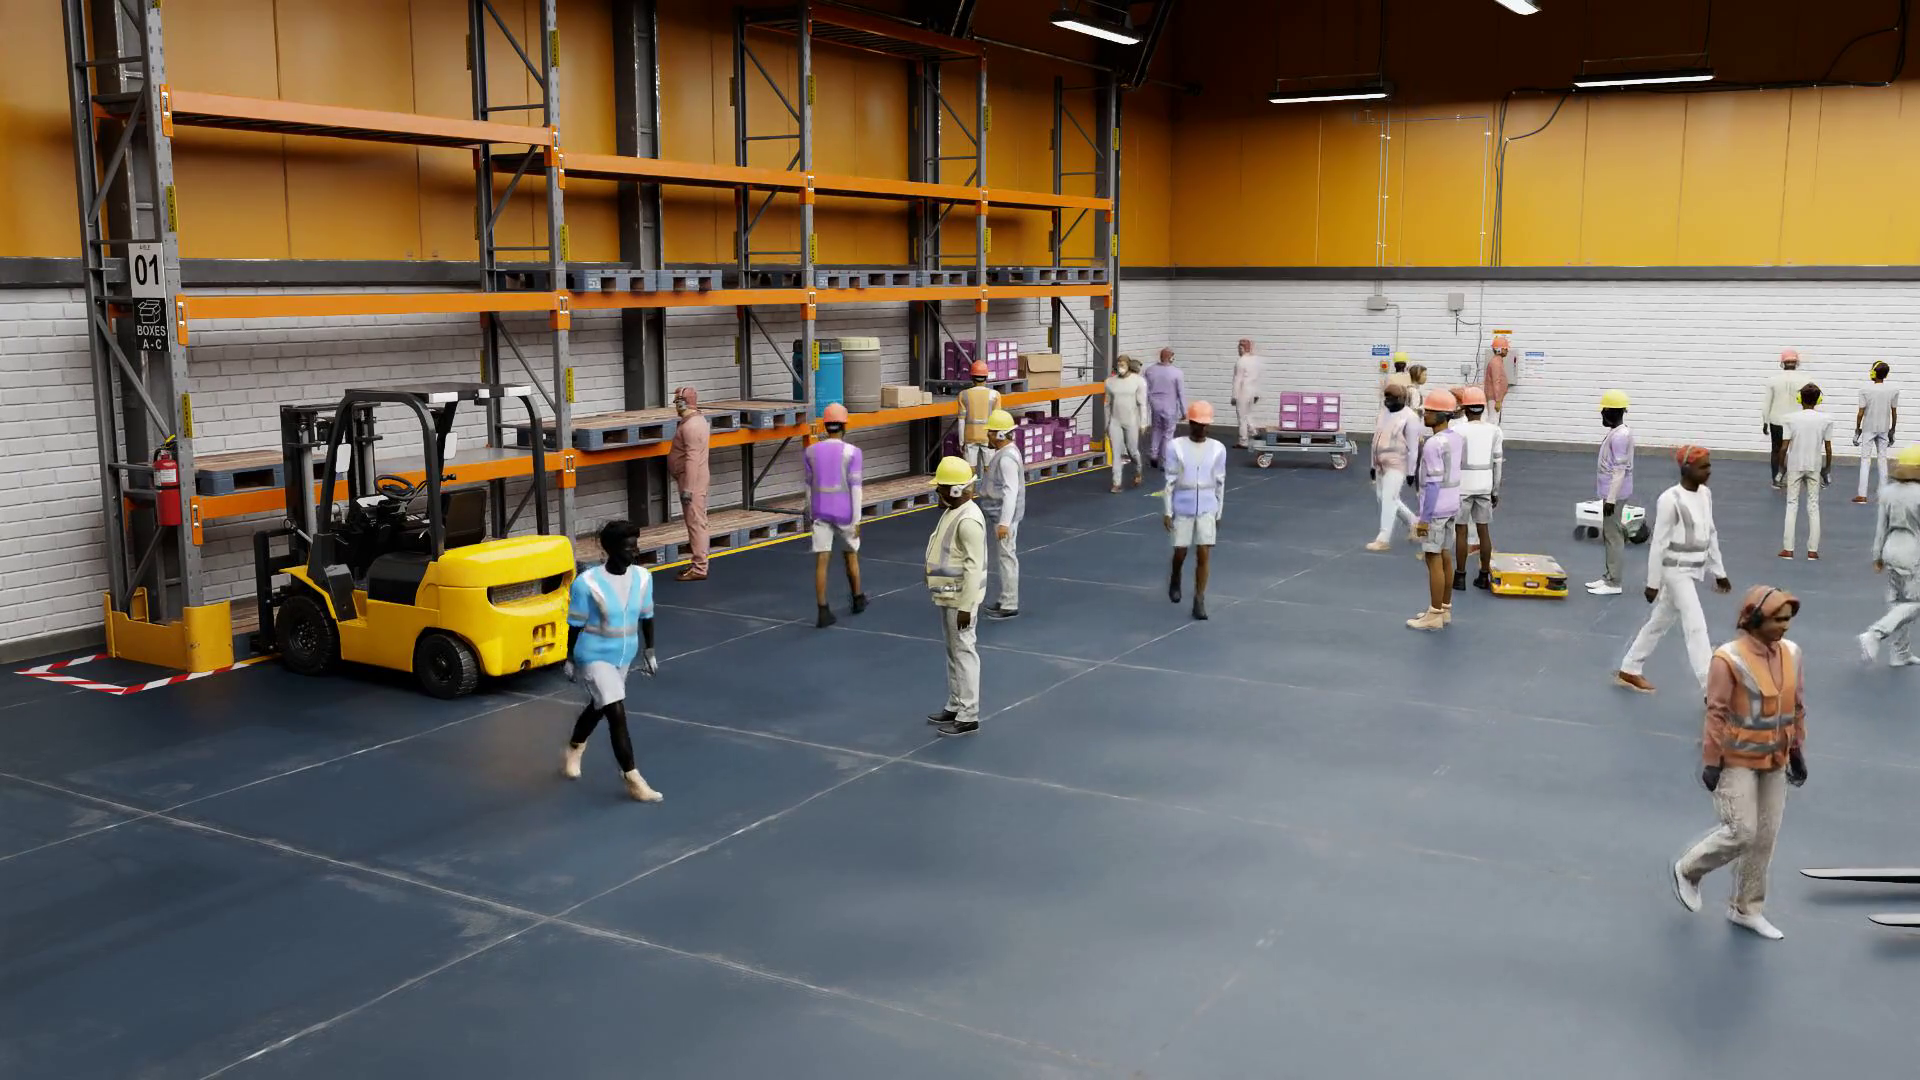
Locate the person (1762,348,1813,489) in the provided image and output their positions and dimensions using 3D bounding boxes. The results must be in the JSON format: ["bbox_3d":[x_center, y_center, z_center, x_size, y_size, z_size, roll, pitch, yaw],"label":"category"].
[{"bbox_3d":[11.430,-1.656,23.000,0.631,1.974,0.712,5,10,26],"label":"person"}]

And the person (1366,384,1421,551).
[{"bbox_3d":[4.786,-0.807,18.201,0.786,1.821,0.630,-4,10,-21],"label":"person"}]

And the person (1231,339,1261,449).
[{"bbox_3d":[4.859,-2.499,28.515,0.424,1.891,0.672,8,12,41],"label":"person"}]

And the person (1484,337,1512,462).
[{"bbox_3d":[8.611,-2.256,26.698,0.382,1.996,0.608,2,9,14],"label":"person"}]

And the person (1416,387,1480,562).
[{"bbox_3d":[5.207,-0.691,17.469,1.006,1.838,0.578,-5,10,-26],"label":"person"}]

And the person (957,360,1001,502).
[{"bbox_3d":[0.244,-1.252,20.598,0.552,1.942,0.342,0,9,1],"label":"person"}]

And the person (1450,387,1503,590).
[{"bbox_3d":[4.864,-0.487,15.842,0.551,1.933,0.373,-1,9,-8],"label":"person"}]

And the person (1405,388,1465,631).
[{"bbox_3d":[4.016,-0.254,14.041,0.362,2.048,0.610,6,11,34],"label":"person"}]

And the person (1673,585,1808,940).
[{"bbox_3d":[3.579,0.995,7.588,0.520,1.619,0.419,-4,10,-24],"label":"person"}]

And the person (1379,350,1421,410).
[{"bbox_3d":[6.380,-1.801,24.157,0.594,1.904,0.826,3,10,17],"label":"person"}]

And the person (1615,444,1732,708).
[{"bbox_3d":[5.067,0.242,11.652,0.581,1.836,1.002,-9,13,-44],"label":"person"}]

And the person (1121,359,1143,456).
[{"bbox_3d":[2.825,-2.205,27.602,0.329,1.601,0.663,-1,9,-4],"label":"person"}]

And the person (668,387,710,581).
[{"bbox_3d":[-2.658,-0.549,16.335,0.399,1.905,0.642,0,9,-1],"label":"person"}]

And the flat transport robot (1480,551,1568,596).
[{"bbox_3d":[5.416,0.314,16.019,0.652,0.197,1.431,2,9,12],"label":"flat transport robot"}]

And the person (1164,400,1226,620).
[{"bbox_3d":[2.055,-0.287,14.635,0.551,1.920,0.648,0,9,-3],"label":"person"}]

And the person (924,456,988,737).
[{"bbox_3d":[-0.030,0.363,10.860,0.404,1.829,0.600,-2,9,-12],"label":"person"}]

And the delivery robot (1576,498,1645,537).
[{"bbox_3d":[7.253,-0.282,18.569,0.477,0.478,0.707,-6,11,-35],"label":"delivery robot"}]

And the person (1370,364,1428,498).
[{"bbox_3d":[5.959,-1.449,22.249,0.850,1.816,0.511,3,9,16],"label":"person"}]

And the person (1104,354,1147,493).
[{"bbox_3d":[2.294,-1.620,22.989,0.636,1.914,0.798,4,10,24],"label":"person"}]

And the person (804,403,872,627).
[{"bbox_3d":[-1.061,-0.240,14.426,0.562,1.887,0.967,3,9,16],"label":"person"}]

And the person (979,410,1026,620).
[{"bbox_3d":[0.366,-0.218,14.489,0.404,1.829,0.600,0,9,0],"label":"person"}]

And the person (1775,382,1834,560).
[{"bbox_3d":[8.879,-0.719,17.502,0.533,1.868,0.310,3,9,16],"label":"person"}]

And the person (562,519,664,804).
[{"bbox_3d":[-2.073,0.667,9.651,0.922,1.620,0.536,7,12,38],"label":"person"}]

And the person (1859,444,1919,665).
[{"bbox_3d":[7.135,0.131,12.622,0.640,1.727,0.493,-3,9,-16],"label":"person"}]

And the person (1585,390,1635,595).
[{"bbox_3d":[6.116,-0.447,15.619,0.369,1.927,0.587,3,10,19],"label":"person"}]

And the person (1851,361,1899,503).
[{"bbox_3d":[11.968,-1.405,21.763,0.514,1.877,0.328,1,9,9],"label":"person"}]

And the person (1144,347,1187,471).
[{"bbox_3d":[3.141,-1.994,25.373,0.684,1.892,0.435,5,11,30],"label":"person"}]

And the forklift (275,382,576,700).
[{"bbox_3d":[-3.974,-0.067,12.417,2.313,2.155,1.214,5,11,30],"label":"forklift"}]
